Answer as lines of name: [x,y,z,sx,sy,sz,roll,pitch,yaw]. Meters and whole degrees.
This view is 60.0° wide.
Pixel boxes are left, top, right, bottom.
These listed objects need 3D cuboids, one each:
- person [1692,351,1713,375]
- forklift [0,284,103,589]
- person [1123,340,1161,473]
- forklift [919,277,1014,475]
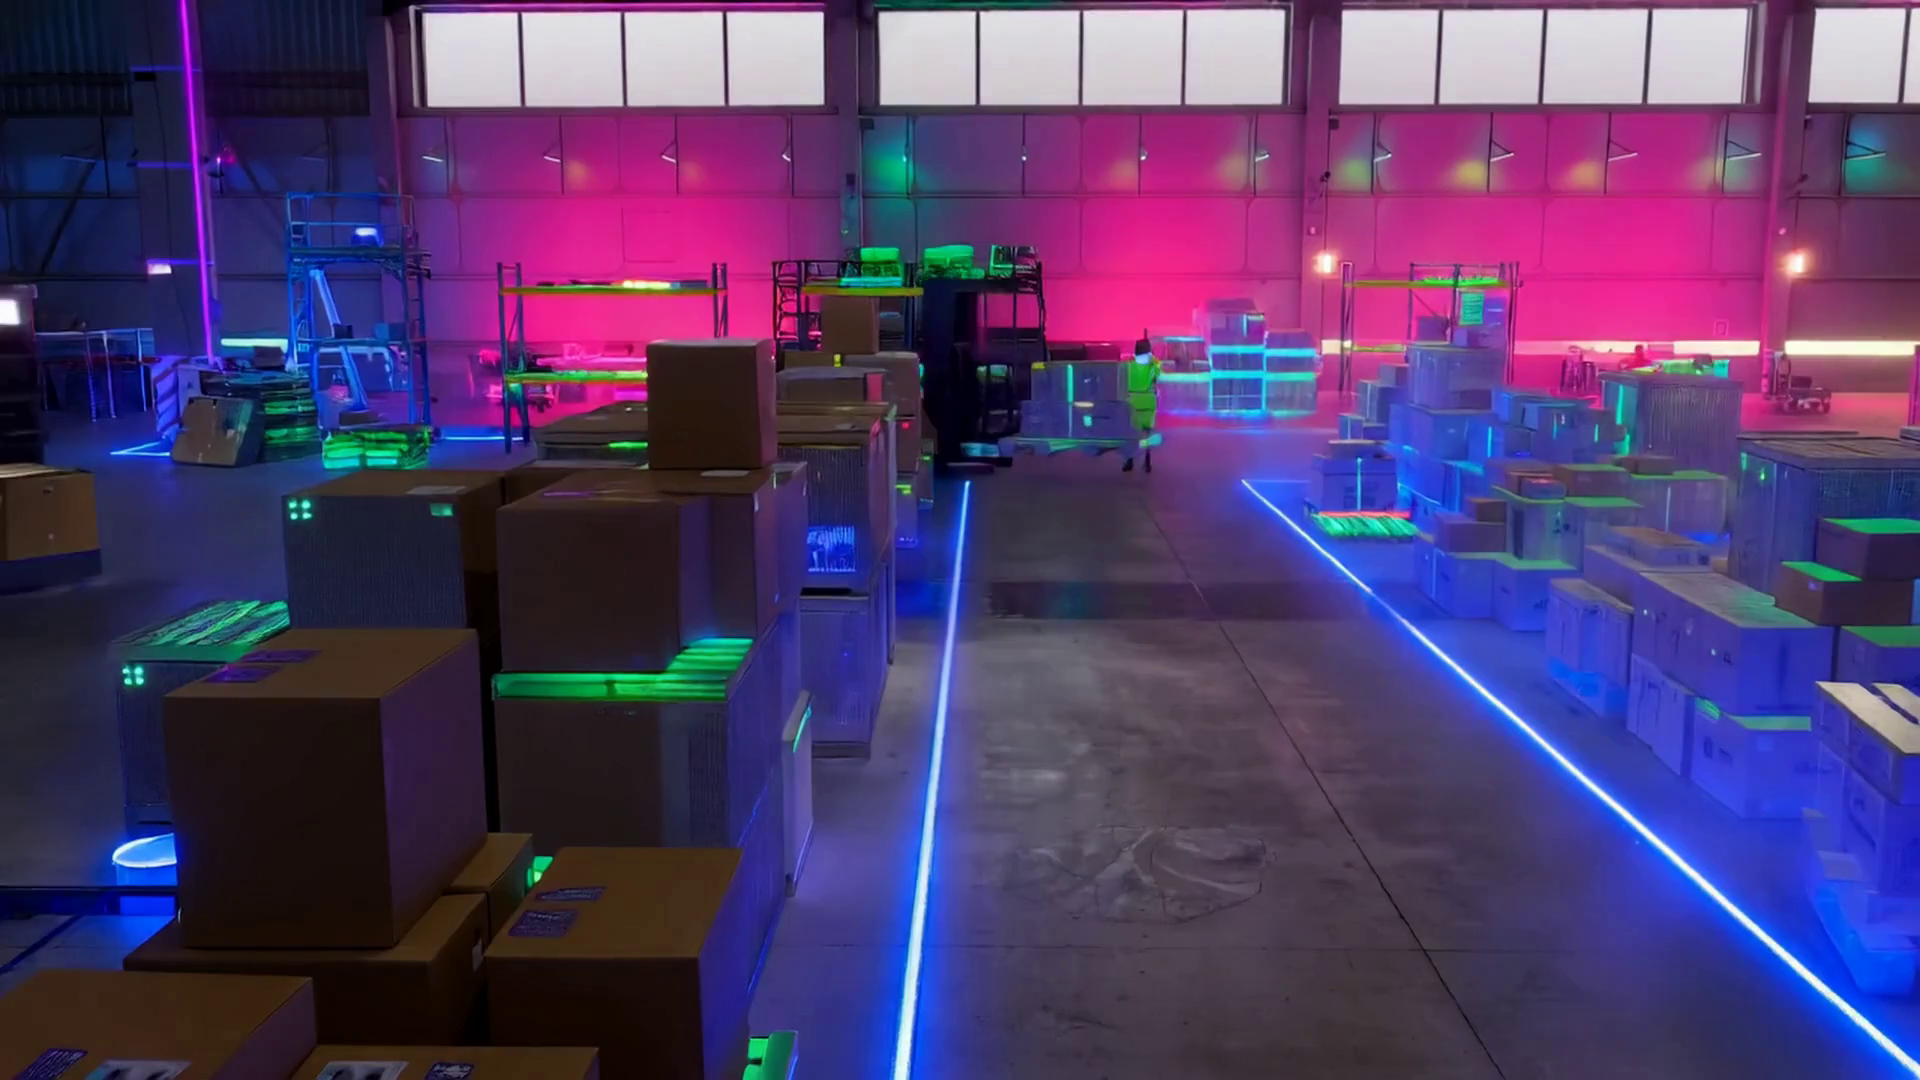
person: [9.435,-1.428,21.106,0.663,1.897,0.939,-3,10,-17]
forklift: [-9.182,-1.025,15.774,1.873,2.768,1.129,7,12,38]
person: [2.613,-1.930,24.042,0.542,1.929,0.374,2,10,14]
forklift: [-0.273,-2.402,24.023,1.873,2.768,1.129,3,10,18]
